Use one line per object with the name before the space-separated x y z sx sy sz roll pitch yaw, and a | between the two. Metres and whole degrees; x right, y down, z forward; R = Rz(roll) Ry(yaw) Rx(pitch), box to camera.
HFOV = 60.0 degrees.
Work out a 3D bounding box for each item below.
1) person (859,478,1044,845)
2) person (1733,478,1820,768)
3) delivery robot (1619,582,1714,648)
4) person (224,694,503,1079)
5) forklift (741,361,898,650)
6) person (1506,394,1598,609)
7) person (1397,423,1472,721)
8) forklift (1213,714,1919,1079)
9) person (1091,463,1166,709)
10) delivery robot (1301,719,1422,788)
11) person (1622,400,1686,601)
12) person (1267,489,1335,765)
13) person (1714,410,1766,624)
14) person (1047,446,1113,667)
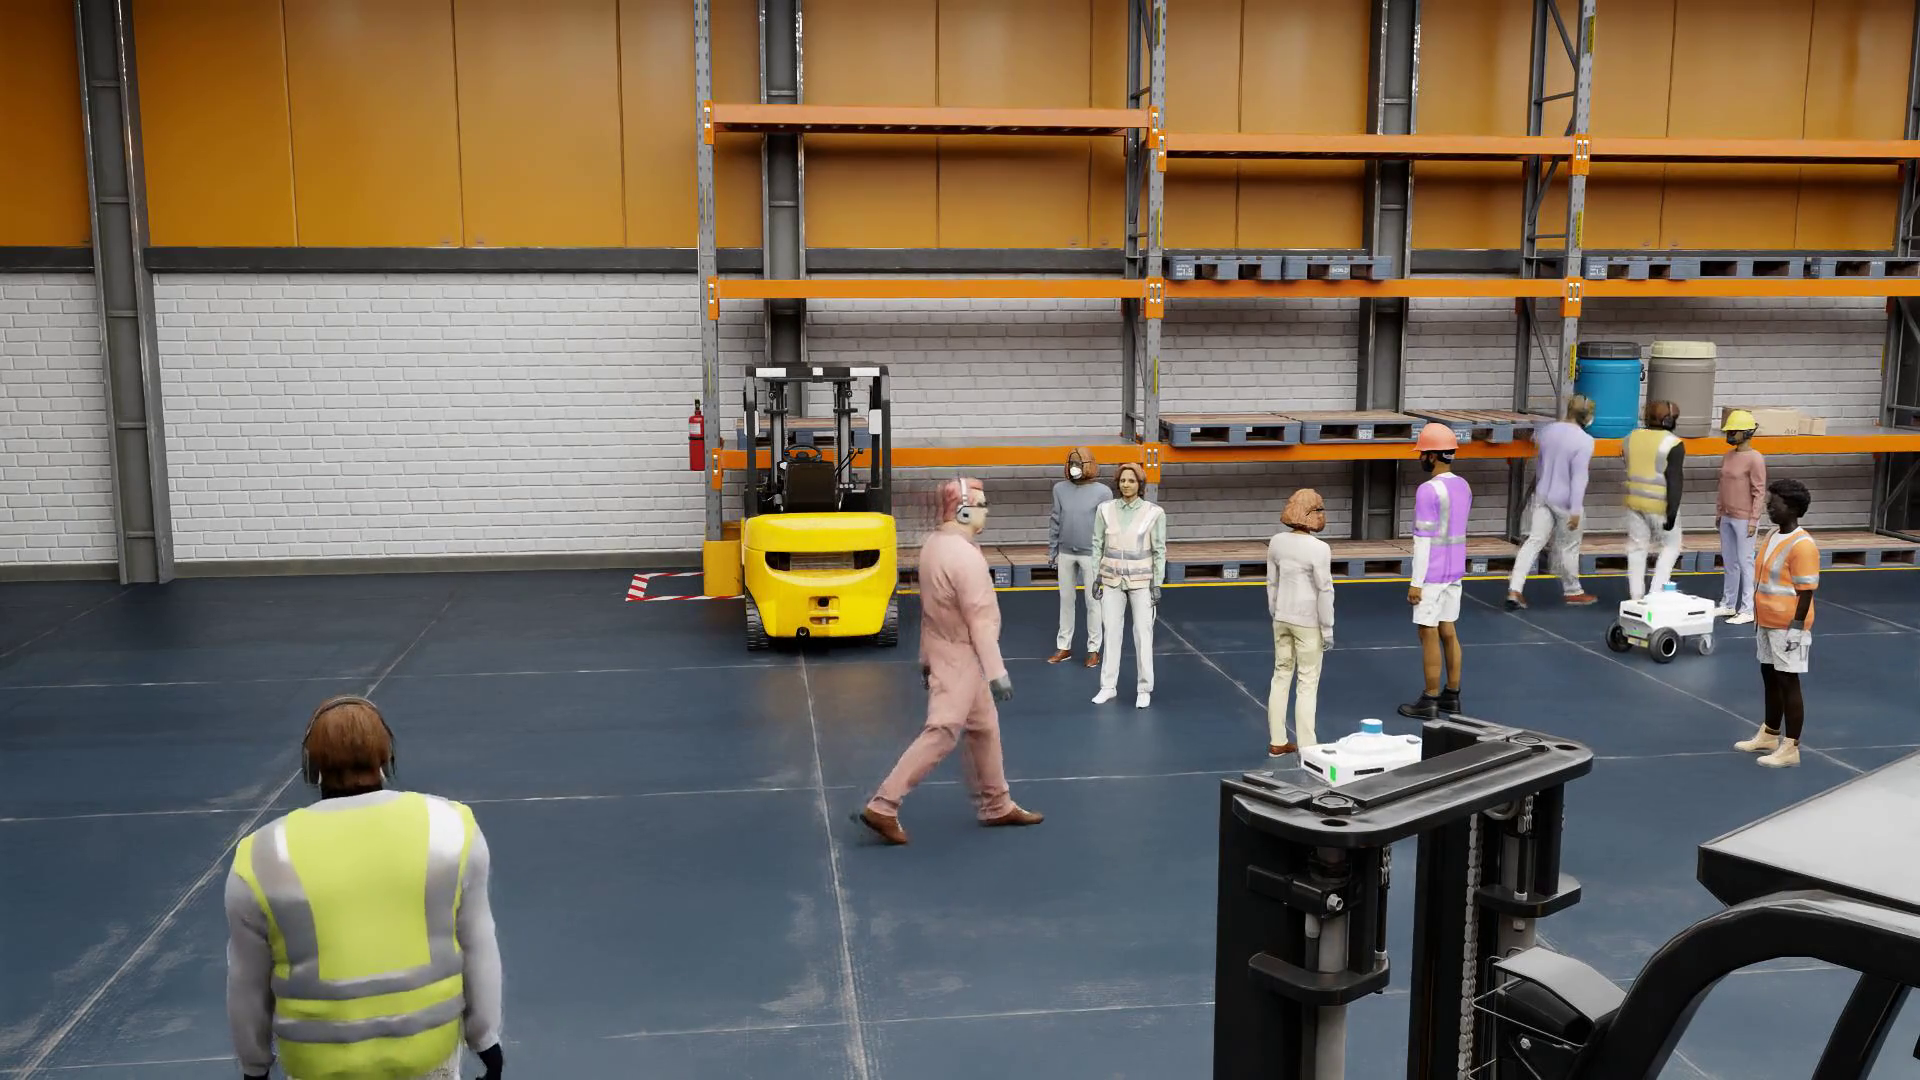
person | -0.059 0.612 8.470 0.967 1.869 0.653 -2 9 -11
person | 4.817 0.484 9.769 0.316 1.696 0.542 0 9 3
delivery robot | 5.338 0.560 12.555 0.707 0.478 0.477 -4 10 -24
person | -1.538 1.291 4.321 0.659 1.826 0.536 -4 10 -24
forklift | -1.154 -0.340 13.365 1.214 2.155 2.313 -1 9 -7
person | 5.097 -0.320 14.254 1.001 1.879 0.702 -4 10 -23
person | 3.076 0.208 10.796 0.386 1.929 0.539 8 12 42
forklift | 1.441 1.425 2.350 1.214 2.155 2.313 -7 12 -39
person | 1.121 0.297 11.103 0.514 1.645 0.308 4 10 24
delivery robot | 2.145 1.180 8.690 0.707 0.478 0.477 -3 10 -20
person | 5.914 -0.280 14.167 0.483 1.819 0.622 -6 11 -31
person | 2.014 0.509 9.815 0.284 1.633 0.497 -6 11 -33
person | 6.409 -0.187 13.742 0.326 1.767 0.533 -1 9 -7
person | 0.880 0.118 12.252 0.498 1.634 0.281 5 10 27
